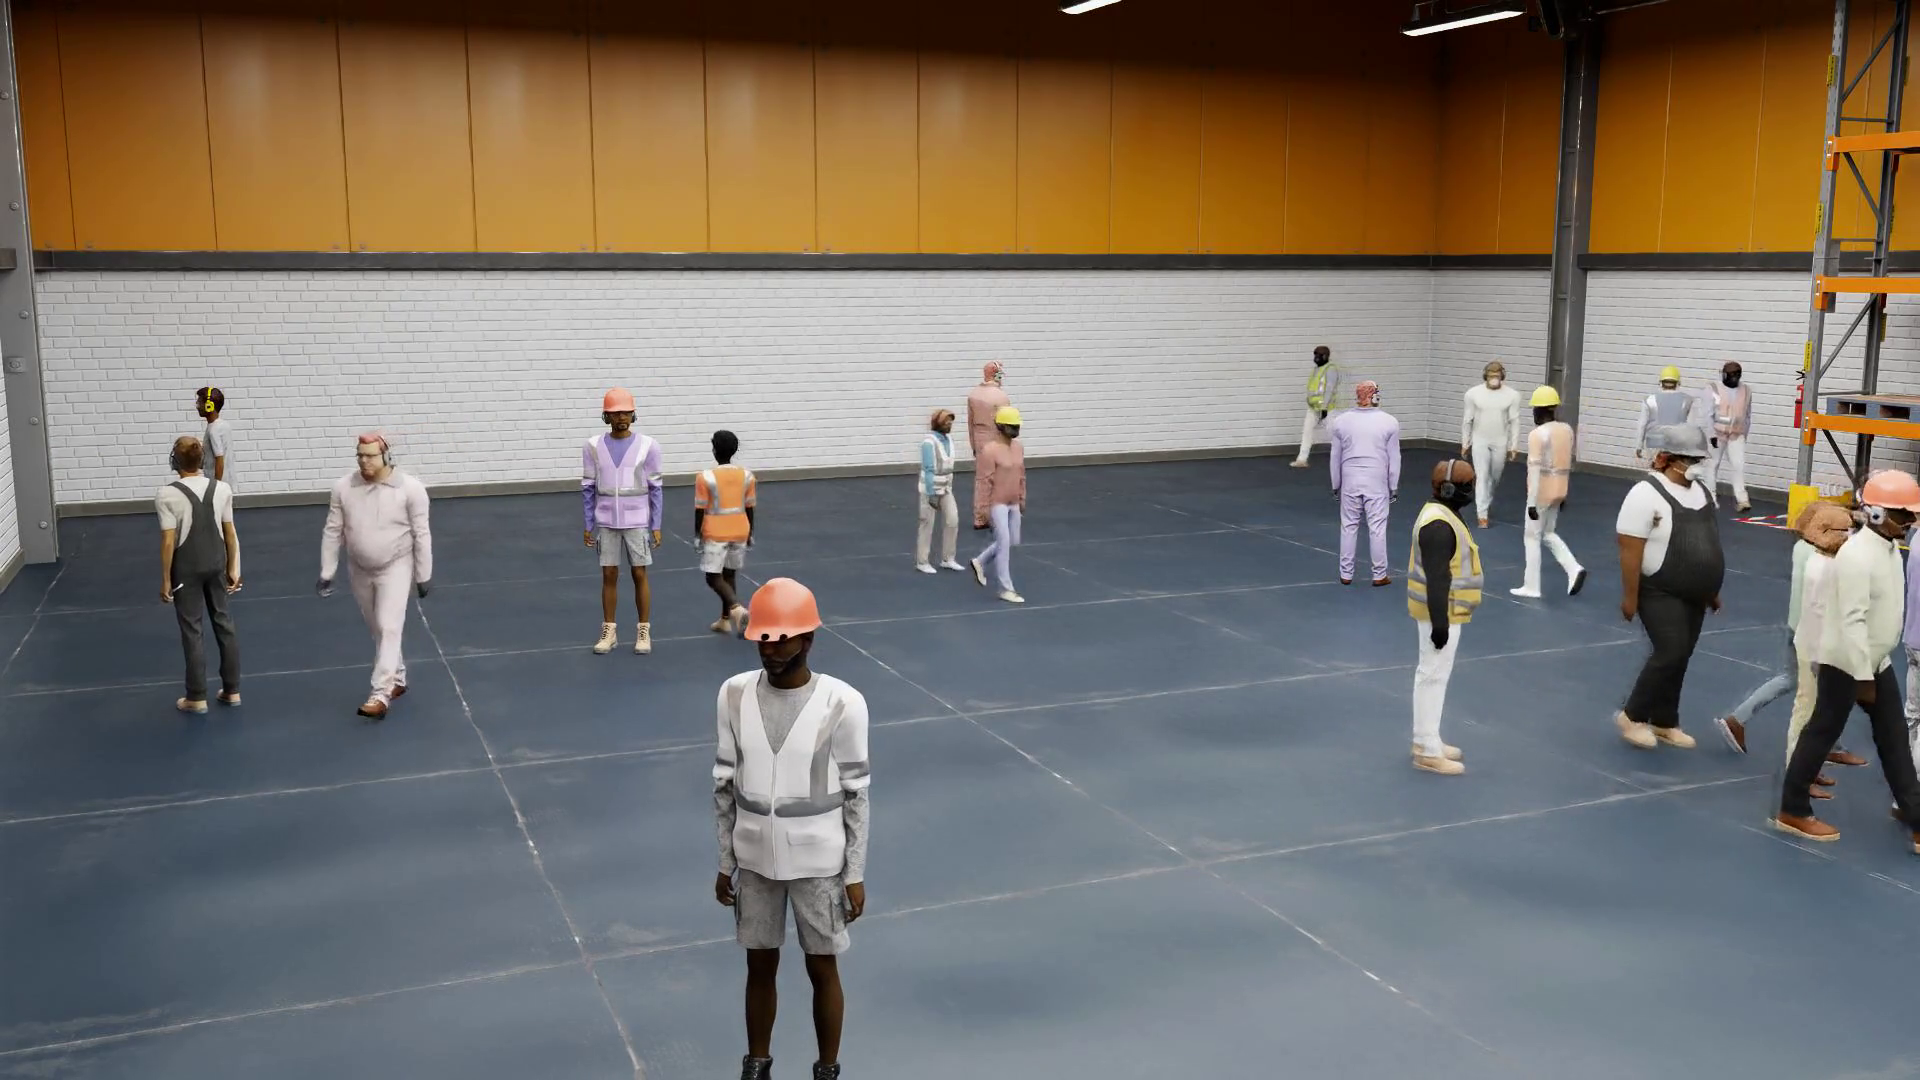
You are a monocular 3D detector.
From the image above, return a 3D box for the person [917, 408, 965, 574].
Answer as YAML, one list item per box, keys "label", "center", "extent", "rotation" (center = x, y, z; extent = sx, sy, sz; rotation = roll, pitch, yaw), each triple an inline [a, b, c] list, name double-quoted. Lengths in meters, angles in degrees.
- label: "person"
  center: [-0.215, -0.461, 15.933]
  extent: [0.528, 1.613, 0.528]
  rotation: [7, 12, 36]

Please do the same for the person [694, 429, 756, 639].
- label: "person"
  center: [-1.823, -0.035, 13.146]
  extent: [0.536, 1.672, 0.677]
  rotation: [-7, 12, -38]

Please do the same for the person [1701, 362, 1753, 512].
- label: "person"
  center: [9.247, -1.228, 20.006]
  extent: [0.621, 1.797, 0.903]
  rotation: [1, 9, 6]

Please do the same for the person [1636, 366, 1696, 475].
- label: "person"
  center: [8.190, -1.118, 19.352]
  extent: [0.622, 1.790, 0.886]
  rotation: [3, 10, 16]

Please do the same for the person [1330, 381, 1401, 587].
- label: "person"
  center: [3.757, -0.519, 15.411]
  extent: [0.636, 1.903, 0.404]
  rotation: [4, 10, 23]

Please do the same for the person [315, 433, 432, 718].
- label: "person"
  center: [-3.883, 0.231, 10.989]
  extent: [0.661, 1.863, 0.981]
  rotation: [1, 9, 9]

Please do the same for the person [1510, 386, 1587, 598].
- label: "person"
  center: [5.235, -0.407, 14.708]
  extent: [0.603, 1.909, 0.585]
  rotation: [-7, 11, -35]

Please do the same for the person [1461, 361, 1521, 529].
- label: "person"
  center: [6.072, -1.115, 19.076]
  extent: [0.631, 1.900, 0.941]
  rotation: [2, 10, 10]

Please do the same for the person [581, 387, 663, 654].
- label: "person"
  center: [-2.576, -0.140, 12.672]
  extent: [0.615, 2.045, 0.365]
  rotation: [0, 9, 2]

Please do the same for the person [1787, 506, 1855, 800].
- label: "person"
  center: [4.832, 0.617, 9.330]
  extent: [0.281, 1.634, 0.498]
  rotation: [6, 11, 32]

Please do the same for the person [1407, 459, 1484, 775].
- label: "person"
  center: [2.851, 0.437, 9.795]
  extent: [0.429, 1.841, 0.633]
  rotation: [3, 10, 18]

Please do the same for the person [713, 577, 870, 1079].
- label: "person"
  center: [-0.578, 1.077, 5.622]
  extent: [0.543, 1.939, 0.371]
  rotation: [2, 10, 14]

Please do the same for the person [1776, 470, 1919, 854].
- label: "person"
  center: [4.612, 0.627, 8.300]
  extent: [0.659, 1.944, 0.980]
  rotation: [-8, 12, -40]

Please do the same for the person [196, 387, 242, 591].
- label: "person"
  center: [-6.753, -0.456, 15.120]
  extent: [0.328, 1.873, 0.517]
  rotation: [-3, 10, -15]

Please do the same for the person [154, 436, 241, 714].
- label: "person"
  center: [-5.090, 0.231, 11.075]
  extent: [0.404, 1.846, 0.518]
  rotation: [8, 12, 39]

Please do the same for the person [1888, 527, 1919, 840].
- label: "person"
  center: [5.071, 0.589, 8.577]
  extent: [0.371, 1.941, 0.627]
  rotation: [2, 10, 11]

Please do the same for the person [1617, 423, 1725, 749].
- label: "person"
  center: [4.380, 0.279, 10.149]
  extent: [0.689, 2.000, 0.538]
  rotation: [-6, 11, -32]

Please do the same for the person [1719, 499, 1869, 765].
- label: "person"
  center: [5.010, 0.540, 9.899]
  extent: [0.762, 1.601, 0.499]
  rotation: [1, 9, 7]

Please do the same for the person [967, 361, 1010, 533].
- label: "person"
  center: [0.372, -1.039, 18.546]
  extent: [0.407, 1.904, 0.655]
  rotation: [-7, 12, -37]

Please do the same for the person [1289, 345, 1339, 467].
- label: "person"
  center: [5.366, -1.963, 24.474]
  extent: [0.945, 1.809, 0.622]
  rotation: [-3, 10, -20]

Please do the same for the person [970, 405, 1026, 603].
- label: "person"
  center: [0.335, -0.338, 14.771]
  extent: [0.660, 1.745, 0.529]
  rotation: [8, 13, 41]
